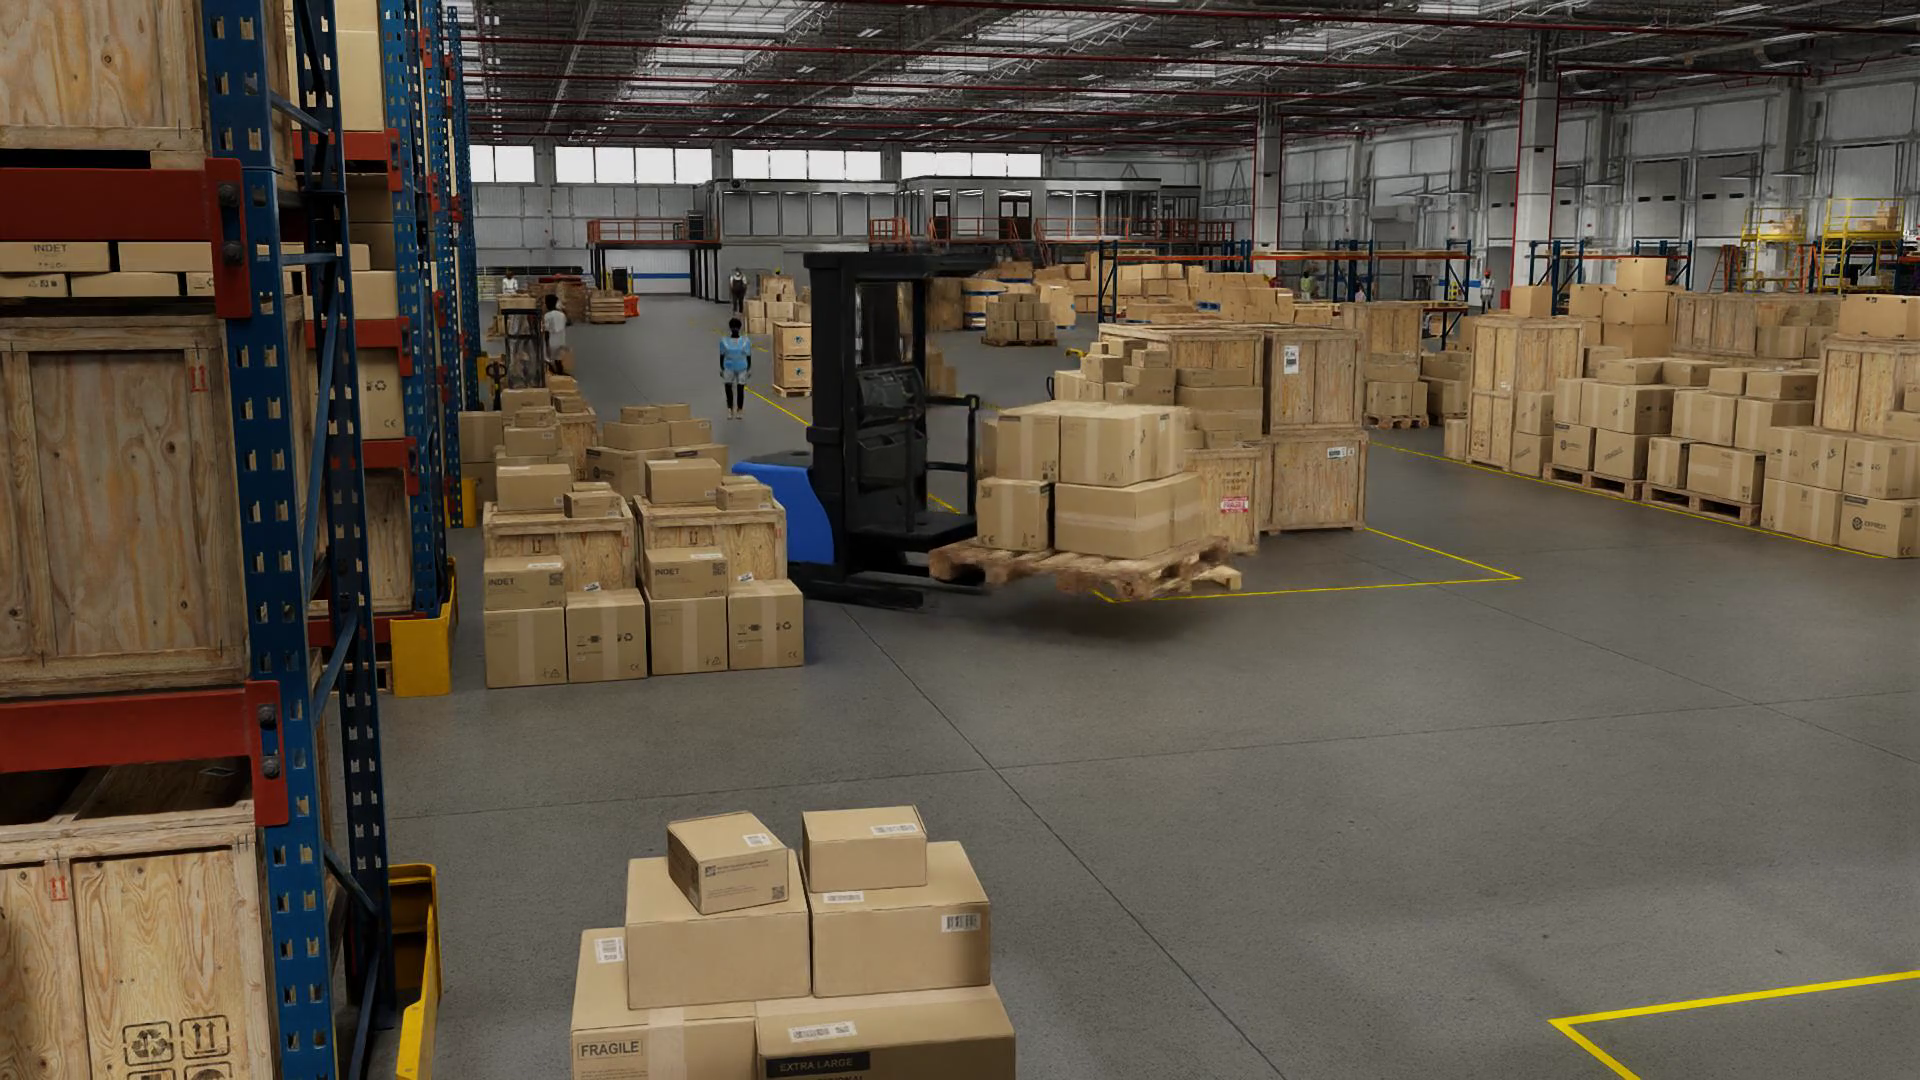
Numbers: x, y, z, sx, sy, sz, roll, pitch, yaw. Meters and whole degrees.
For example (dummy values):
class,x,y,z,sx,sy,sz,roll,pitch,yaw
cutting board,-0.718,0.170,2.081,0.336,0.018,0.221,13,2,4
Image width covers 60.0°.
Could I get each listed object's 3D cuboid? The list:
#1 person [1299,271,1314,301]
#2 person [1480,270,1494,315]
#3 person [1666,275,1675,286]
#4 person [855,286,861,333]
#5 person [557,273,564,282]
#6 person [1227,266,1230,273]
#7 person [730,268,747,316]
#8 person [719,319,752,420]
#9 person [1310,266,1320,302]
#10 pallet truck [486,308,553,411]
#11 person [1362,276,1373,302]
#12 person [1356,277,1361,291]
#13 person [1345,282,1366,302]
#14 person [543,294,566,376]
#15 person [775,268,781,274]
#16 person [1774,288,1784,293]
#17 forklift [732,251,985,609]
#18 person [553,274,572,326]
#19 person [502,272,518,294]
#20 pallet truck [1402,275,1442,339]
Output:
class,x,y,z,sx,sy,sz,roll,pitch,yaw
person,14.807,-10.601,71.180,0.452,1.827,0.657,-9,14,-43
person,21.218,-9.910,66.985,0.543,1.928,0.373,8,13,37
person,22.482,-7.422,52.789,0.623,1.973,0.749,7,12,33
person,-2.538,-5.180,40.204,0.575,1.924,0.415,9,13,41
person,-17.116,-10.525,71.076,0.532,1.712,0.945,4,11,20
person,12.670,-12.029,78.923,0.617,1.946,0.396,3,10,16
person,-9.213,-10.339,69.095,0.701,2.000,1.005,-1,10,-4
person,-3.704,-2.808,27.458,0.553,1.671,0.683,-1,10,-6
person,16.707,-11.867,77.987,0.952,1.955,0.634,2,10,10
pallet truck,-6.242,-2.418,24.362,0.823,1.965,1.885,1,10,3
person,16.829,-10.108,68.886,0.923,1.637,0.533,-5,11,-24
person,16.578,-10.302,69.736,0.583,1.735,0.539,8,13,39
person,11.519,-6.590,48.431,0.633,1.841,0.429,-1,10,-8
person,-7.978,-3.858,32.672,0.414,1.950,0.602,6,11,29
person,-8.130,-11.250,74.596,0.589,1.919,0.392,4,11,22
person,18.571,-4.775,37.912,0.660,1.925,0.429,2,10,11
forklift,-0.880,-0.977,13.707,1.873,2.768,1.129,6,12,29
person,-14.422,-8.611,59.735,0.984,1.883,0.568,-3,10,-15
person,-18.196,-9.919,67.313,0.593,1.838,0.976,-2,10,-12
pallet truck,14.620,-7.324,52.145,0.823,1.965,1.885,8,13,40
